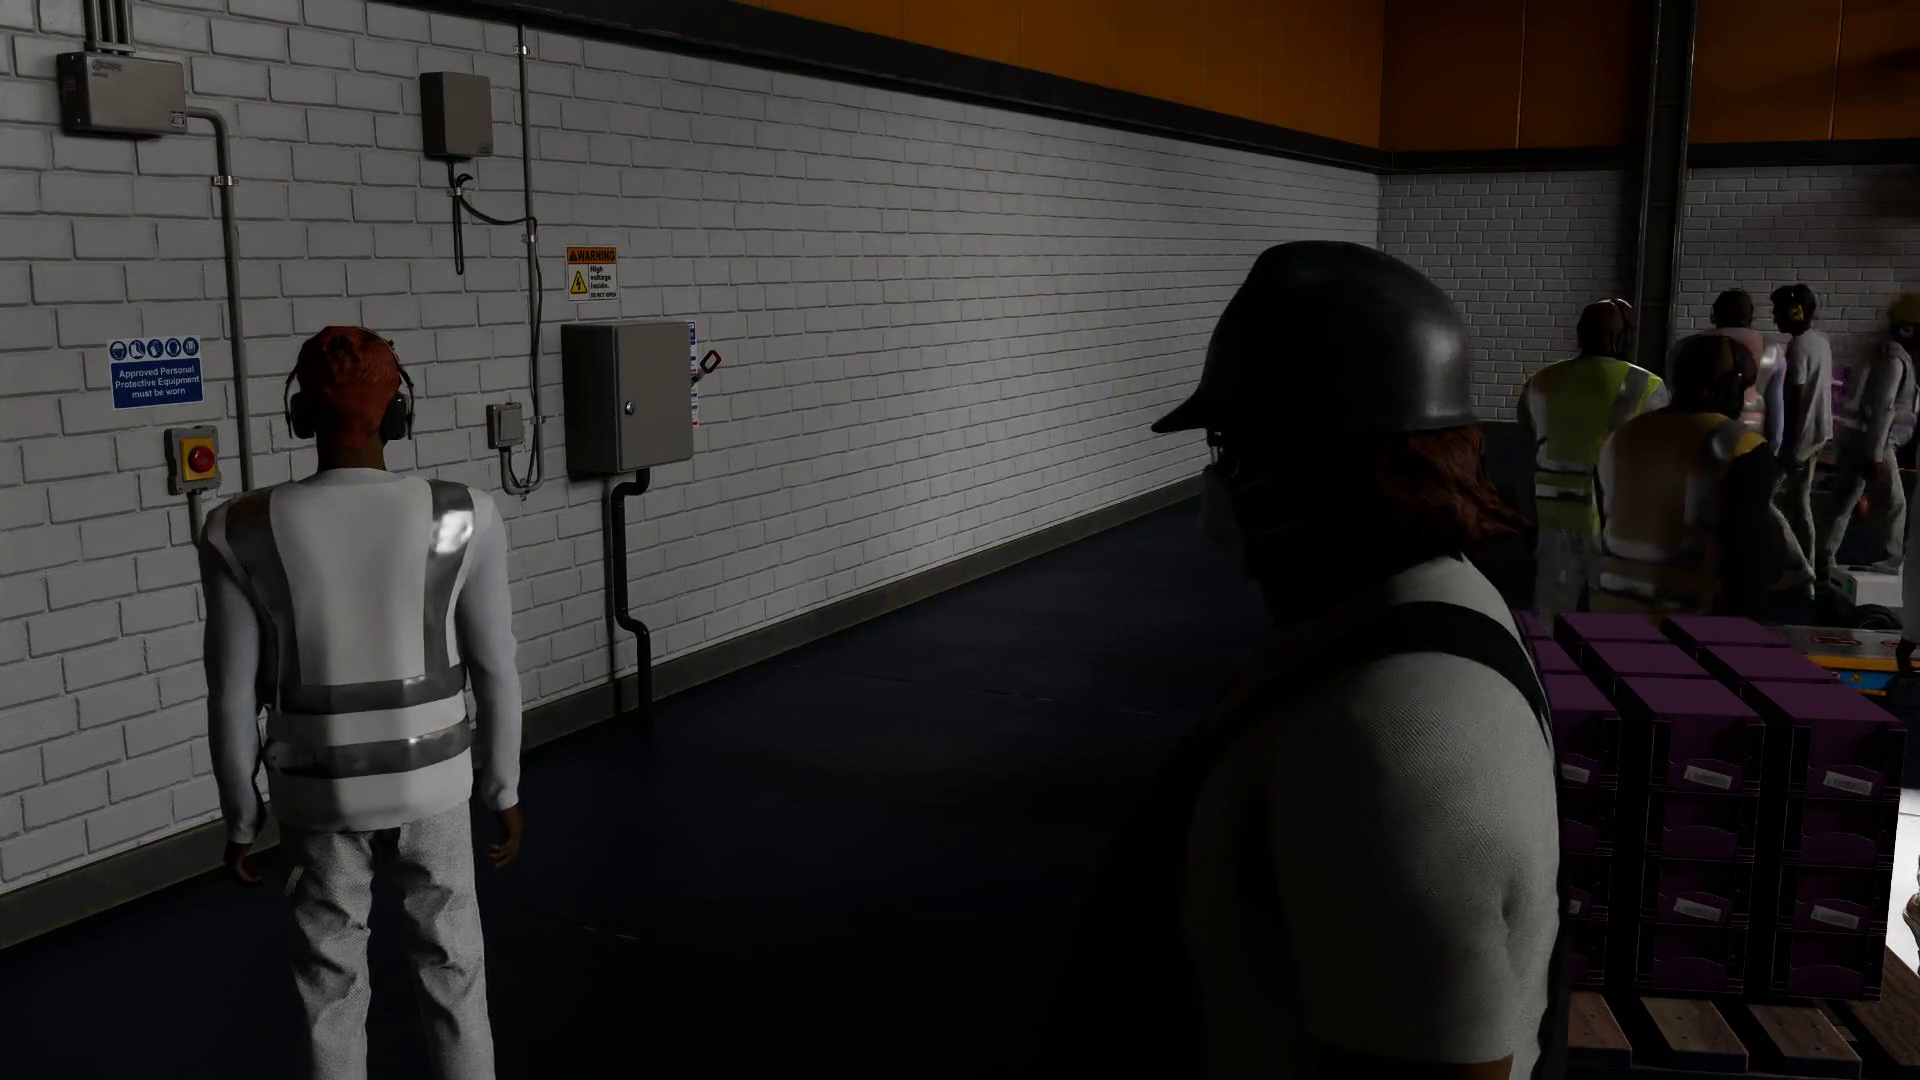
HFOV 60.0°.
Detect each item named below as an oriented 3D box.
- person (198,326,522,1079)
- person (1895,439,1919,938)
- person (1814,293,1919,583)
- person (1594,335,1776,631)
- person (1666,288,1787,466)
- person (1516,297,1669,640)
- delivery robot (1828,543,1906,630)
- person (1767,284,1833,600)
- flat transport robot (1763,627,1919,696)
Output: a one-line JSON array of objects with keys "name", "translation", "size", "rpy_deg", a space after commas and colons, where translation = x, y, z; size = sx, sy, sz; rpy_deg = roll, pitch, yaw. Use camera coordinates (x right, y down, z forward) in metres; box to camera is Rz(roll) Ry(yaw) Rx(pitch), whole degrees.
[{"name": "person", "translation": [-1.170, 0.519, 3.325], "size": [0.582, 1.882, 0.338], "rpy_deg": [-3, 10, -19]}, {"name": "person", "translation": [3.035, 0.264, 4.796], "size": [0.584, 1.883, 0.344], "rpy_deg": [5, 11, 25]}, {"name": "person", "translation": [5.489, -0.566, 9.924], "size": [0.641, 1.787, 0.595], "rpy_deg": [4, 10, 20]}, {"name": "person", "translation": [2.223, 0.268, 5.108], "size": [0.977, 1.781, 0.650], "rpy_deg": [-5, 11, -28]}, {"name": "person", "translation": [4.420, -0.551, 9.708], "size": [0.620, 1.817, 0.574], "rpy_deg": [2, 10, 11]}, {"name": "person", "translation": [2.610, -0.070, 6.856], "size": [0.633, 1.841, 0.429], "rpy_deg": [10, 14, 44]}, {"name": "delivery robot", "translation": [4.806, 0.259, 8.402], "size": [0.707, 0.478, 0.477], "rpy_deg": [2, 10, 12]}, {"name": "person", "translation": [4.871, -0.563, 9.705], "size": [0.433, 1.842, 0.547], "rpy_deg": [9, 14, 43]}, {"name": "flat transport robot", "translation": [3.981, 0.560, 7.751], "size": [1.431, 0.197, 0.652], "rpy_deg": [3, 10, 15]}]
